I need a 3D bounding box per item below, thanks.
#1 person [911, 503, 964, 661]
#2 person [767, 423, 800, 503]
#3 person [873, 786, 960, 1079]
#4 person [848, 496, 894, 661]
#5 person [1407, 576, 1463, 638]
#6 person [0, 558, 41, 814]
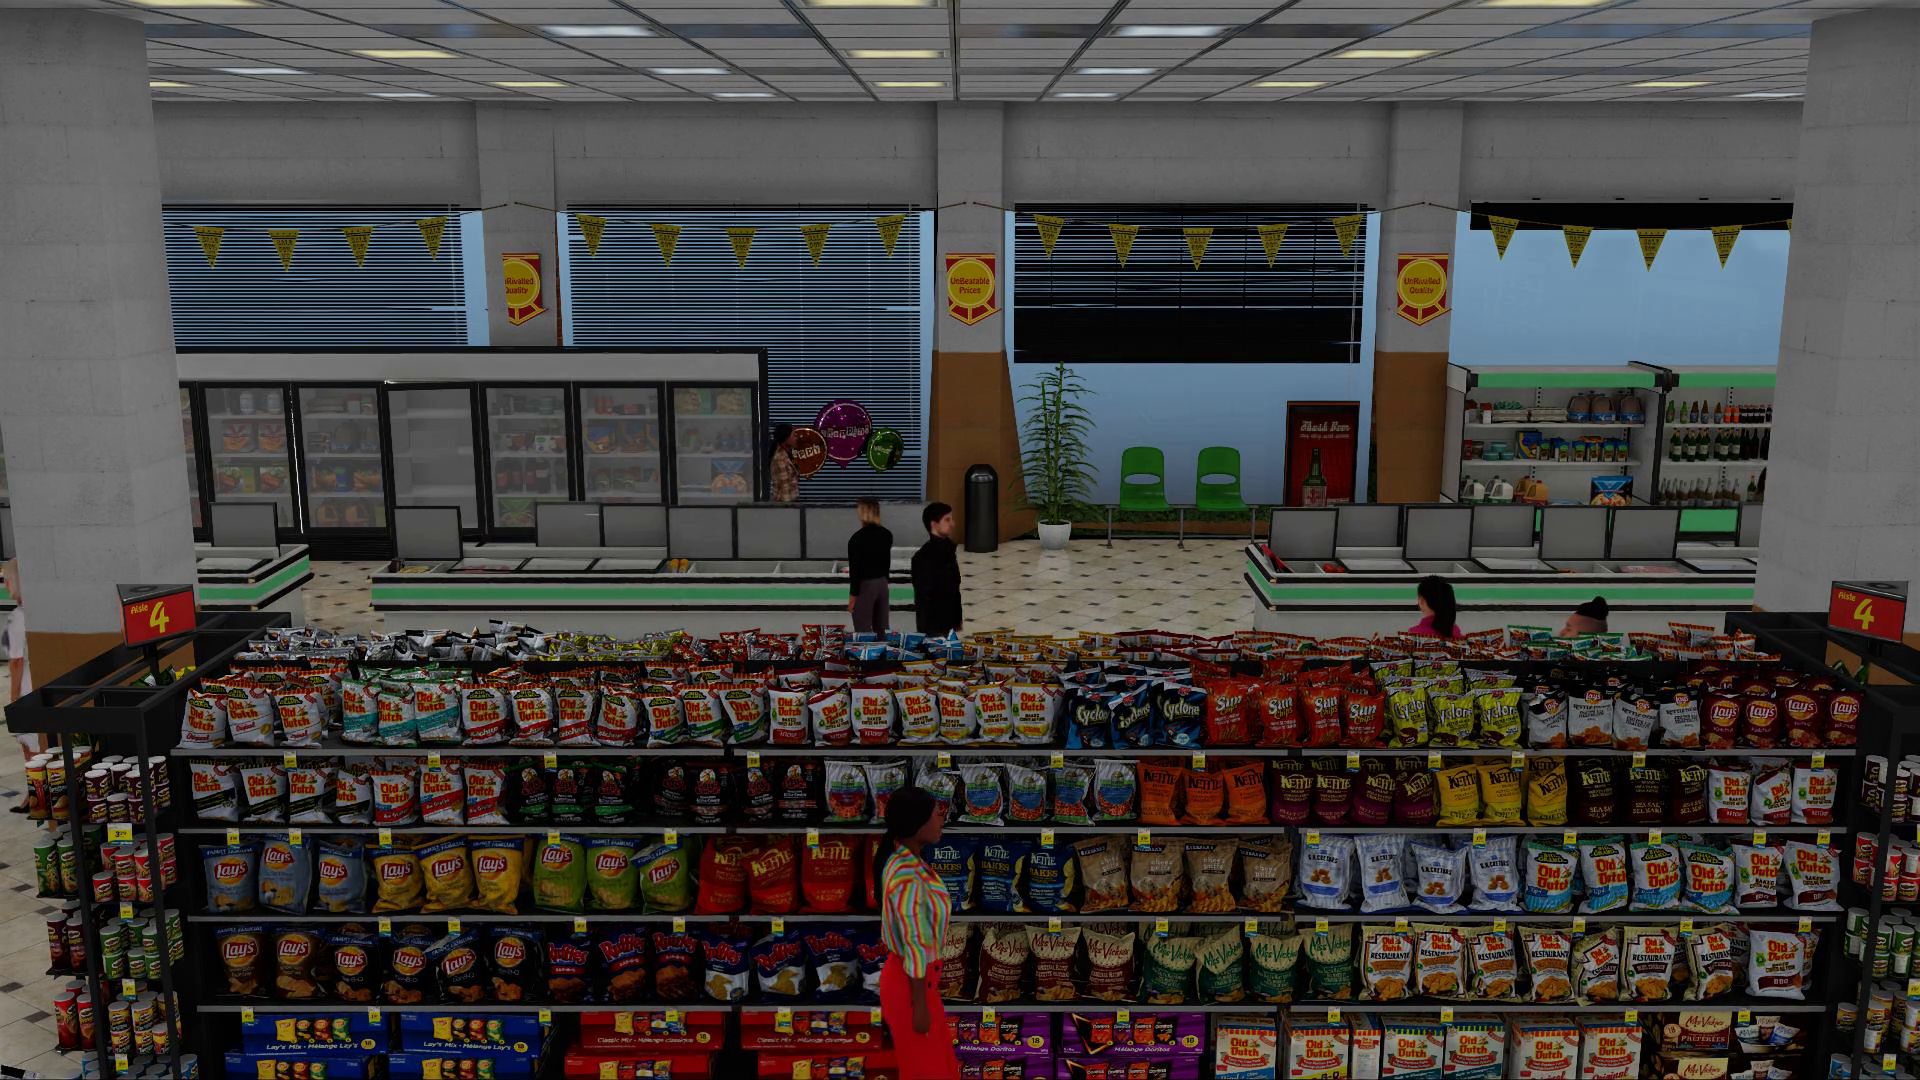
[{"bbox_3d":[-0.247,0.636,12.183,1.215,1.805,0.913,3,12,13],"label":"person"},{"bbox_3d":[-1.849,-0.257,16.533,1.077,1.759,0.628,1,12,5],"label":"person"},{"bbox_3d":[-0.275,1.840,6.534,0.952,1.775,0.632,-1,12,-5],"label":"person"},{"bbox_3d":[-0.710,0.469,13.311,0.717,1.667,0.673,10,15,39],"label":"person"},{"bbox_3d":[2.984,1.093,10.317,0.676,1.678,0.751,-5,13,-24],"label":"person"},{"bbox_3d":[-5.900,0.978,10.746,0.982,1.726,0.656,-1,12,-7],"label":"person"}]
